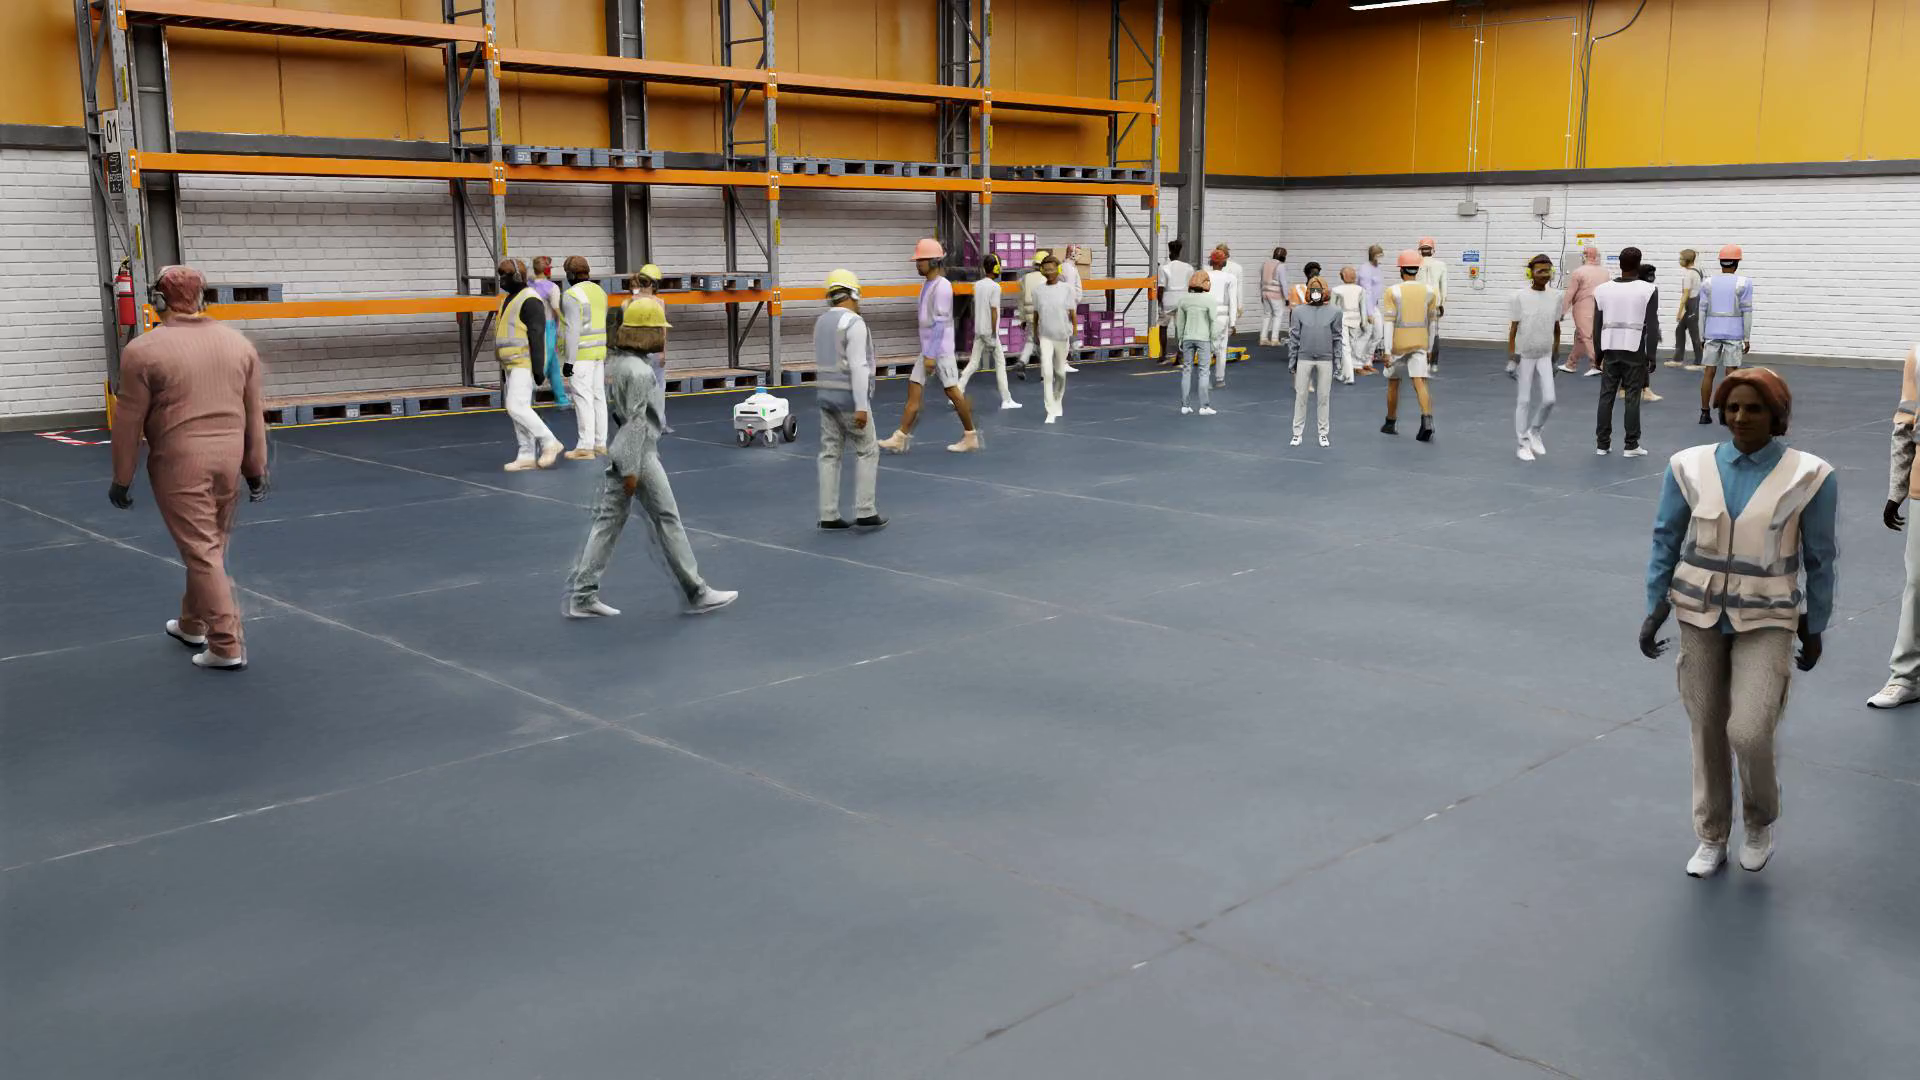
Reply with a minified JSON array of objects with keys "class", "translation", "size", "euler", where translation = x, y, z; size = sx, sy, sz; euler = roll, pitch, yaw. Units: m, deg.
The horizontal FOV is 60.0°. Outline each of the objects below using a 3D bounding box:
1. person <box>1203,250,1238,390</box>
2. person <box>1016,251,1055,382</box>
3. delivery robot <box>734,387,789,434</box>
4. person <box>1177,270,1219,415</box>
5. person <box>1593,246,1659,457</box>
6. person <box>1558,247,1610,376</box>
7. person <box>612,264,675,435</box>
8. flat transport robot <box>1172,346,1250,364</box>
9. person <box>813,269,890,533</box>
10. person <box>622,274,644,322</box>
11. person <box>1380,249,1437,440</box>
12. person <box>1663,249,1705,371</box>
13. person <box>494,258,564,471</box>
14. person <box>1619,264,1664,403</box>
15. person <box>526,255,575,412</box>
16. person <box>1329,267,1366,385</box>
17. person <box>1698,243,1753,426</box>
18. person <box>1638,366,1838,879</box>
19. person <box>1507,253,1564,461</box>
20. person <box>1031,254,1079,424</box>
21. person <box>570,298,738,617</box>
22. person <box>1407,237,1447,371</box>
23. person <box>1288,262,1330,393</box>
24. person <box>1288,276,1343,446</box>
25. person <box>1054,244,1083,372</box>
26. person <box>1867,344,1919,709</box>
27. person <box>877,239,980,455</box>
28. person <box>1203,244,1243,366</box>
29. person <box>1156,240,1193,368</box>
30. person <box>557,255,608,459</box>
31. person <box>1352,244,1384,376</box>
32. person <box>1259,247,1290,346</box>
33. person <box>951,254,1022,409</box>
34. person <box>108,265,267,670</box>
[{"class":"person","translation":[3.352,-2.902,21.934],"size":[0.587,1.841,0.963],"euler":[3,11,16]},{"class":"person","translation":[1.063,-3.046,22.772],"size":[0.604,1.811,0.616],"euler":[8,13,36]},{"class":"delivery robot","translation":[-1.922,-1.240,16.103],"size":[0.477,0.478,0.707],"euler":[3,11,14]},{"class":"person","translation":[2.696,-2.237,18.850],"size":[0.507,1.632,0.267],"euler":[8,13,36]},{"class":"person","translation":[6.093,-1.722,15.266],"size":[0.593,1.920,0.391],"euler":[9,14,40]},{"class":"person","translation":[9.056,-3.314,24.124],"size":[0.652,1.859,0.993],"euler":[-5,12,-26]},{"class":"person","translation":[-3.220,-1.911,16.780],"size":[0.541,1.735,0.638],"euler":[8,13,36]},{"class":"flat transport robot","translation":[4.002,-2.951,26.464],"size":[0.652,0.197,1.431],"euler":[7,13,35]},{"class":"person","translation":[-0.777,-0.950,11.400],"size":[0.570,1.792,0.624],"euler":[-9,13,-39]},{"class":"person","translation":[-3.635,-2.251,19.078],"size":[0.509,1.578,0.889],"euler":[1,10,6]},{"class":"person","translation":[4.498,-1.950,16.600],"size":[0.555,1.897,0.996],"euler":[-1,10,-5]},{"class":"person","translation":[10.857,-3.437,24.900],"size":[0.787,1.809,0.526],"euler":[8,13,37]},{"class":"person","translation":[-3.772,-1.495,14.289],"size":[0.433,1.828,0.621],"euler":[-6,12,-31]},{"class":"person","translation":[8.335,-2.486,20.120],"size":[0.739,1.670,0.538],"euler":[10,15,44]},{"class":"person","translation":[-4.722,-2.304,18.775],"size":[0.572,1.802,0.973],"euler":[9,14,42]},{"class":"person","translation":[5.269,-2.934,22.751],"size":[0.534,1.589,0.857],"euler":[-2,11,-12]},{"class":"person","translation":[8.160,-2.187,17.749],"size":[0.545,1.940,0.352],"euler":[9,14,39]},{"class":"person","translation":[2.403,0.271,5.188],"size":[0.526,1.623,0.376],"euler":[9,14,41]},{"class":"person","translation":[5.170,-1.638,14.975],"size":[0.502,1.858,0.391],"euler":[0,10,0]},{"class":"person","translation":[1.041,-2.220,18.261],"size":[0.525,1.830,0.938],"euler":[1,10,6]},{"class":"person","translation":[-1.680,-0.421,8.791],"size":[0.886,1.697,0.498],"euler":[-5,11,-24]},{"class":"person","translation":[6.933,-3.504,24.794],"size":[0.609,1.988,0.392],"euler":[0,10,1]},{"class":"person","translation":[4.484,-2.717,21.309],"size":[0.548,1.680,0.402],"euler":[-2,11,-10]},{"class":"person","translation":[3.412,-1.712,15.989],"size":[0.508,1.632,0.264],"euler":[2,11,12]},{"class":"person","translation":[1.628,-3.442,24.740],"size":[0.394,1.891,0.633],"euler":[-1,10,-8]},{"class":"person","translation":[4.174,-0.199,6.936],"size":[0.377,1.929,0.585],"euler":[-9,14,-40]},{"class":"person","translation":[-0.269,-1.763,15.305],"size":[1.040,1.986,0.629],"euler":[-4,11,-19]},{"class":"person","translation":[4.061,-3.659,25.940],"size":[0.653,1.889,1.022],"euler":[-1,10,-3]},{"class":"person","translation":[3.273,-3.635,25.638],"size":[0.604,1.938,0.734],"euler":[-2,11,-12]},{"class":"person","translation":[-3.432,-1.651,15.103],"size":[0.430,1.840,0.625],"euler":[3,11,17]},{"class":"person","translation":[5.864,-3.299,23.935],"size":[0.516,1.894,0.662],"euler":[6,12,31]},{"class":"person","translation":[5.746,-4.439,30.438],"size":[0.436,1.806,0.653],"euler":[-6,12,-30]},{"class":"person","translation":[0.276,-2.389,19.249],"size":[1.014,1.812,0.538],"euler":[-8,13,-38]},{"class":"person","translation":[-3.699,-0.343,7.852],"size":[0.891,1.871,0.670],"euler":[6,12,31]}]
